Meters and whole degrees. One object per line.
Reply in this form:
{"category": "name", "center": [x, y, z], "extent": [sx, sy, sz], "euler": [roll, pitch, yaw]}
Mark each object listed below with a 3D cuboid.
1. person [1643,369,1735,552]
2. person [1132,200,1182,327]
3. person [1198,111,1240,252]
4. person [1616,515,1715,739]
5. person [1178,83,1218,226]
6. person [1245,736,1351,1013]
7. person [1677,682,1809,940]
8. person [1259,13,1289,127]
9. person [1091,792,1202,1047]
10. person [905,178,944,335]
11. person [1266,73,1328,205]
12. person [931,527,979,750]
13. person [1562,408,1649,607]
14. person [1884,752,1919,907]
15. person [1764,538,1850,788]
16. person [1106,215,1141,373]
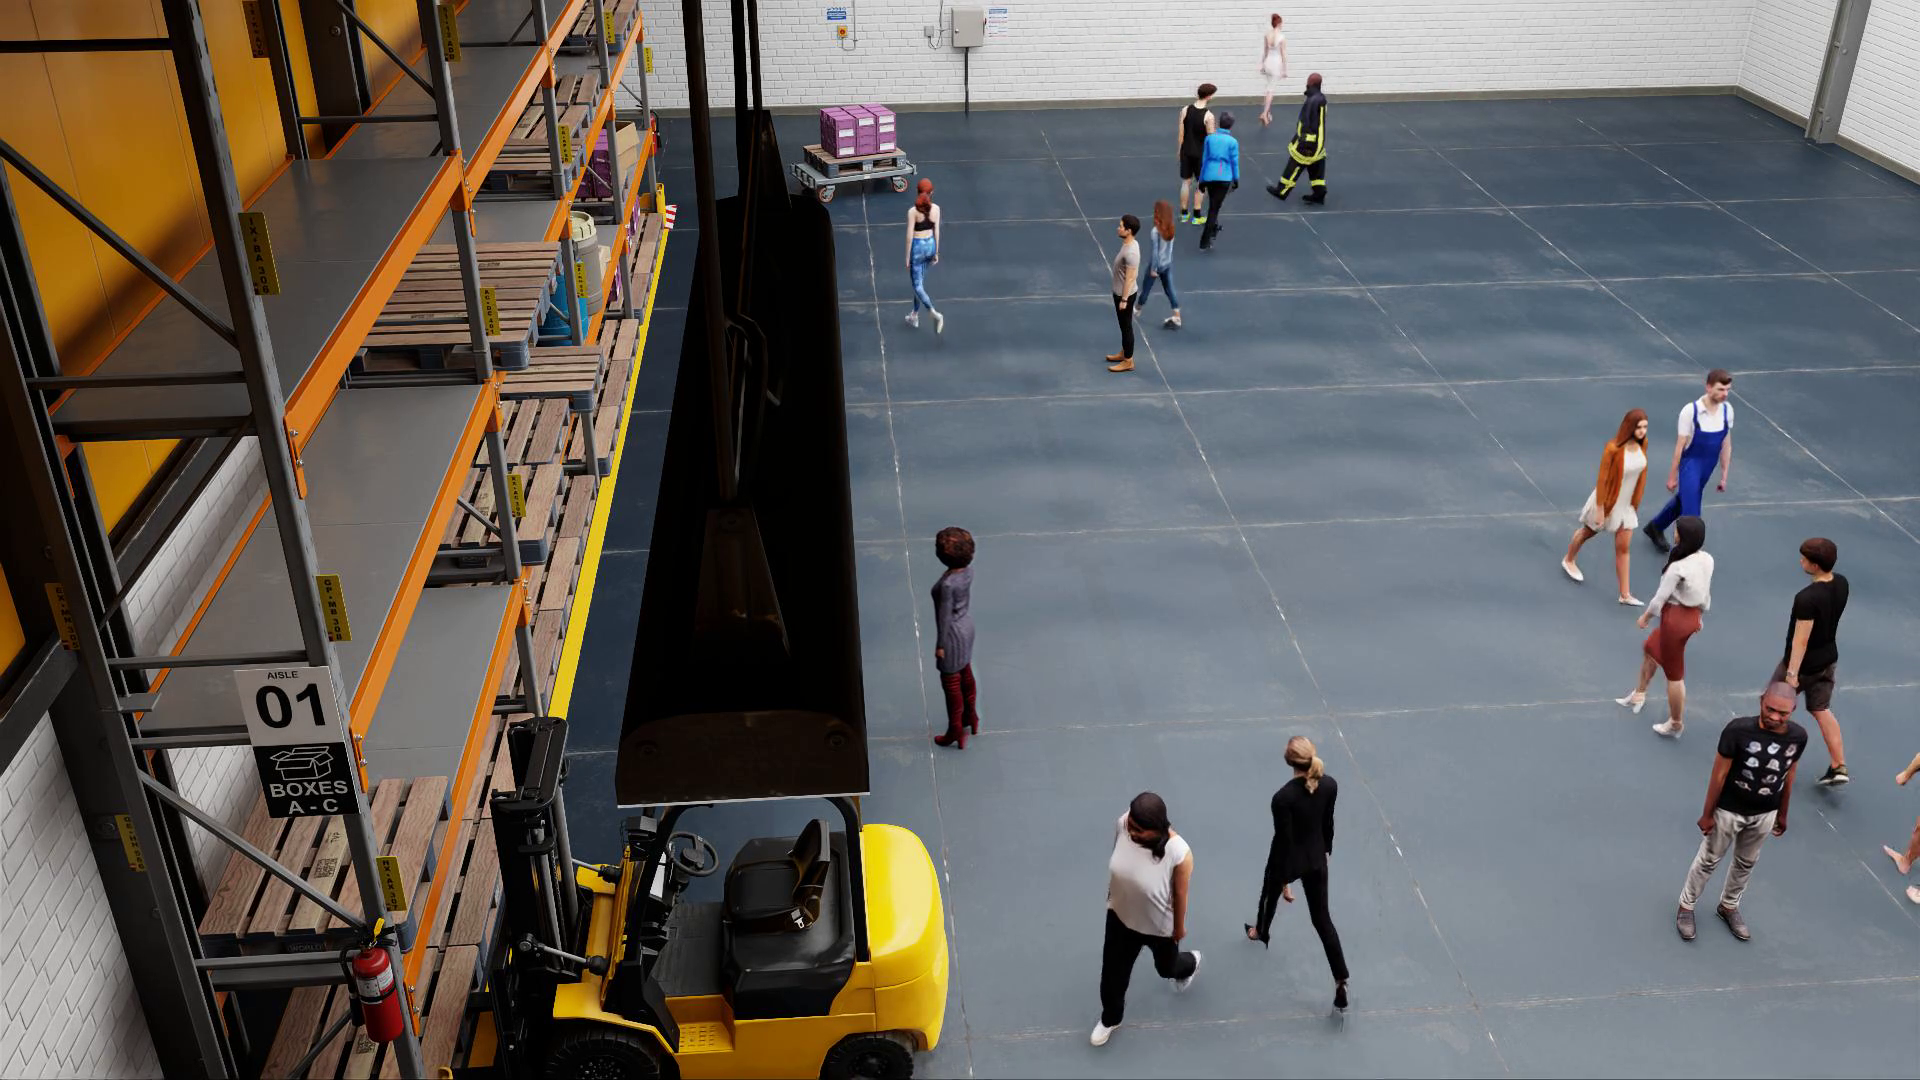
{"category": "person", "center": [6.140, -0.606, 13.999], "extent": [0.743, 1.804, 1.234], "euler": [-6, 29, -11]}
{"category": "person", "center": [2.348, -3.124, 18.994], "extent": [1.077, 1.442, 0.994], "euler": [24, 37, 37]}
{"category": "person", "center": [3.260, -4.558, 21.294], "extent": [1.014, 1.756, 1.116], "euler": [18, 34, 30]}
{"category": "person", "center": [5.124, 0.672, 11.734], "extent": [0.815, 1.729, 0.902], "euler": [-22, 36, -35]}
{"category": "person", "center": [3.156, -5.198, 22.338], "extent": [0.797, 1.879, 0.834], "euler": [12, 31, 21]}
{"category": "person", "center": [1.993, 1.935, 9.497], "extent": [0.855, 1.654, 1.233], "euler": [-10, 30, -17]}
{"category": "person", "center": [4.697, 1.600, 9.955], "extent": [0.691, 1.803, 0.608], "euler": [1, 29, 2]}
{"category": "person", "center": [4.949, -7.528, 26.712], "extent": [0.788, 1.780, 0.723], "euler": [-22, 35, -34]}
{"category": "person", "center": [1.077, 2.046, 9.288], "extent": [1.080, 1.659, 1.136], "euler": [22, 36, 34]}
{"category": "person", "center": [-0.376, -3.149, 18.710], "extent": [0.894, 1.756, 1.155], "euler": [-16, 33, -27]}
{"category": "person", "center": [4.953, -5.538, 23.055], "extent": [1.168, 1.789, 1.174], "euler": [14, 32, 25]}
{"category": "person", "center": [-0.026, 0.690, 11.724], "extent": [0.704, 1.707, 0.591], "euler": [12, 31, 20]}
{"category": "person", "center": [5.286, -0.329, 13.628], "extent": [0.823, 1.673, 1.208], "euler": [-9, 30, -16]}
{"category": "person", "center": [6.090, 1.560, 10.123], "extent": [0.687, 1.713, 0.853], "euler": [-7, 29, -13]}
{"category": "person", "center": [5.839, 0.857, 11.294], "extent": [1.089, 1.826, 1.290], "euler": [-14, 32, -24]}
{"category": "person", "center": [1.784, -2.666, 17.859], "extent": [0.693, 1.724, 0.505], "euler": [1, 29, 3]}
